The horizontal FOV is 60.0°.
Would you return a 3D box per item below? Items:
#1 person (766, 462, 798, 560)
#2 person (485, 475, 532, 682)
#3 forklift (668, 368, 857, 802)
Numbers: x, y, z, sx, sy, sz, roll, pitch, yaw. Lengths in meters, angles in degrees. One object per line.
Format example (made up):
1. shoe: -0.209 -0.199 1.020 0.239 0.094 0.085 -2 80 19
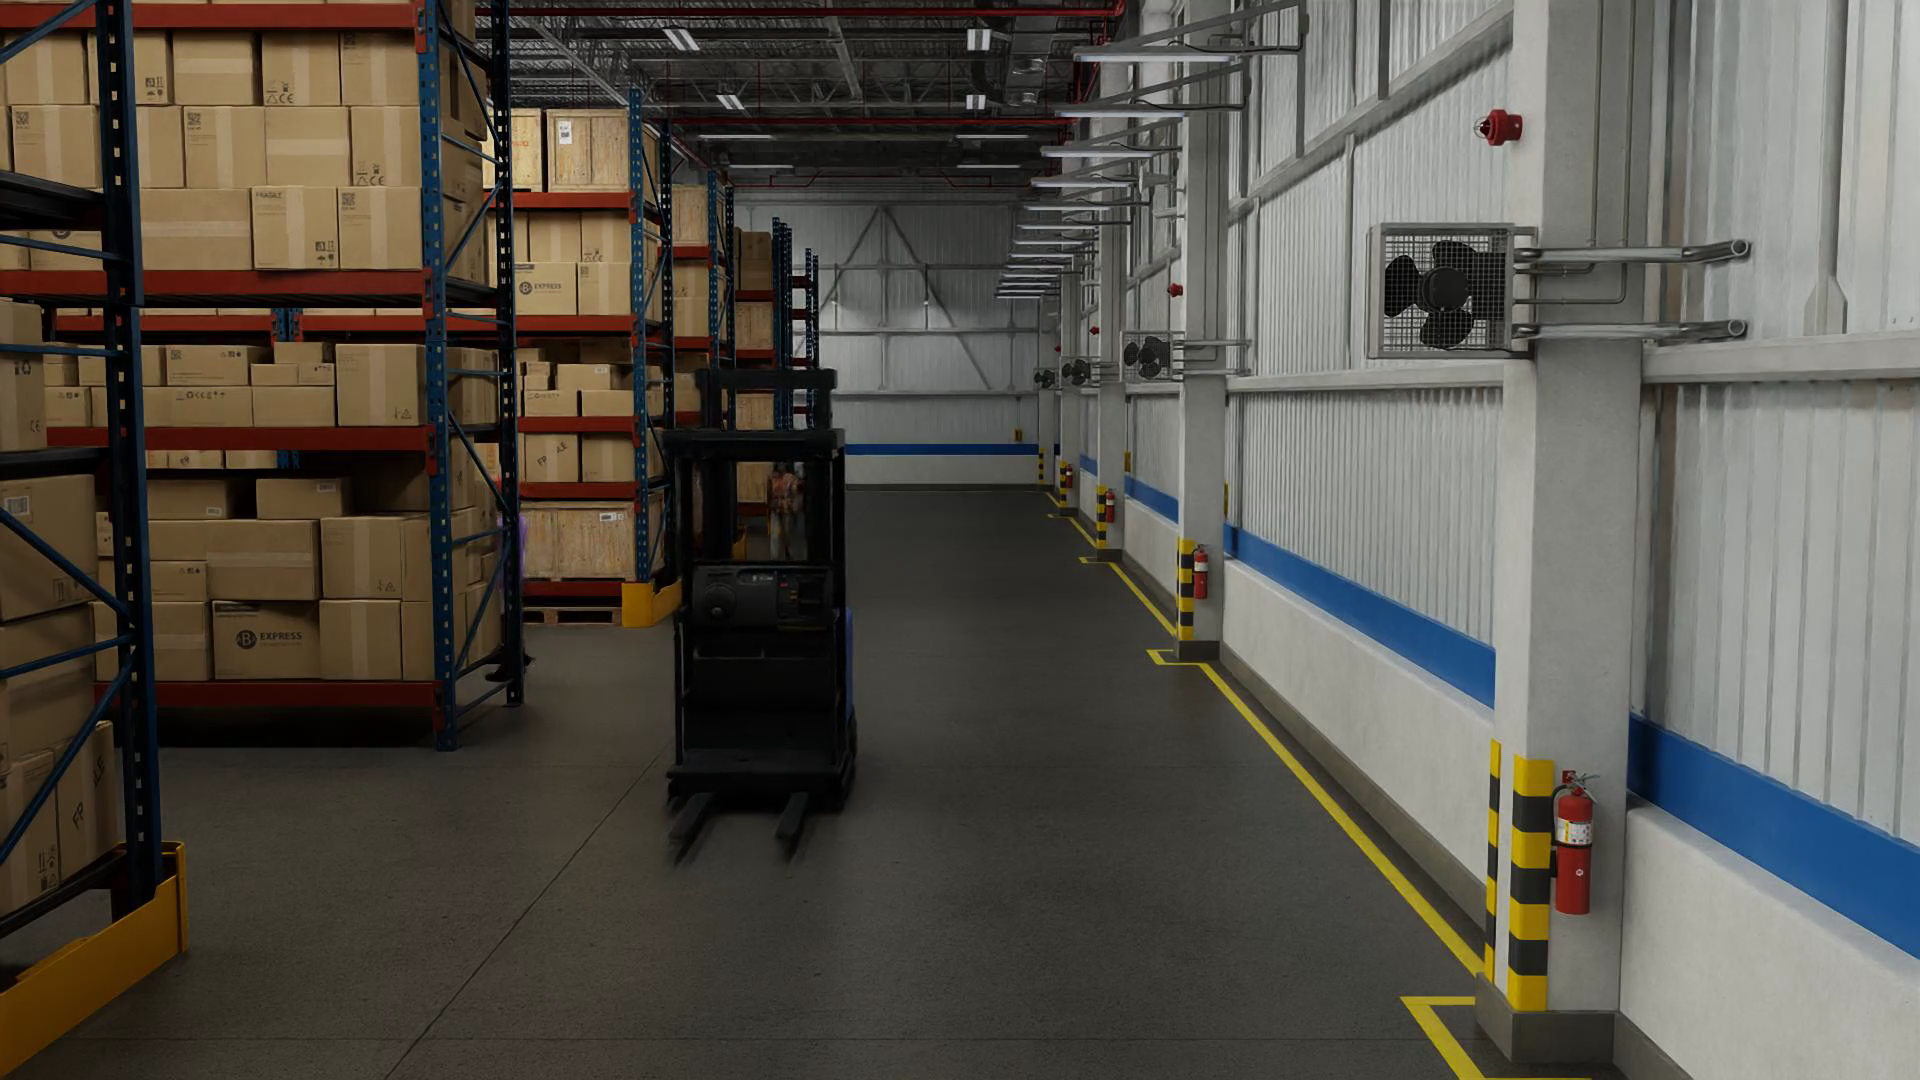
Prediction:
1. person: -2.830 -0.438 26.405 0.525 1.595 0.776 0 5 5
2. person: -4.154 0.367 15.152 0.471 1.922 0.579 2 5 21
3. forklift: -1.301 0.217 11.386 1.129 2.768 1.873 0 5 0
